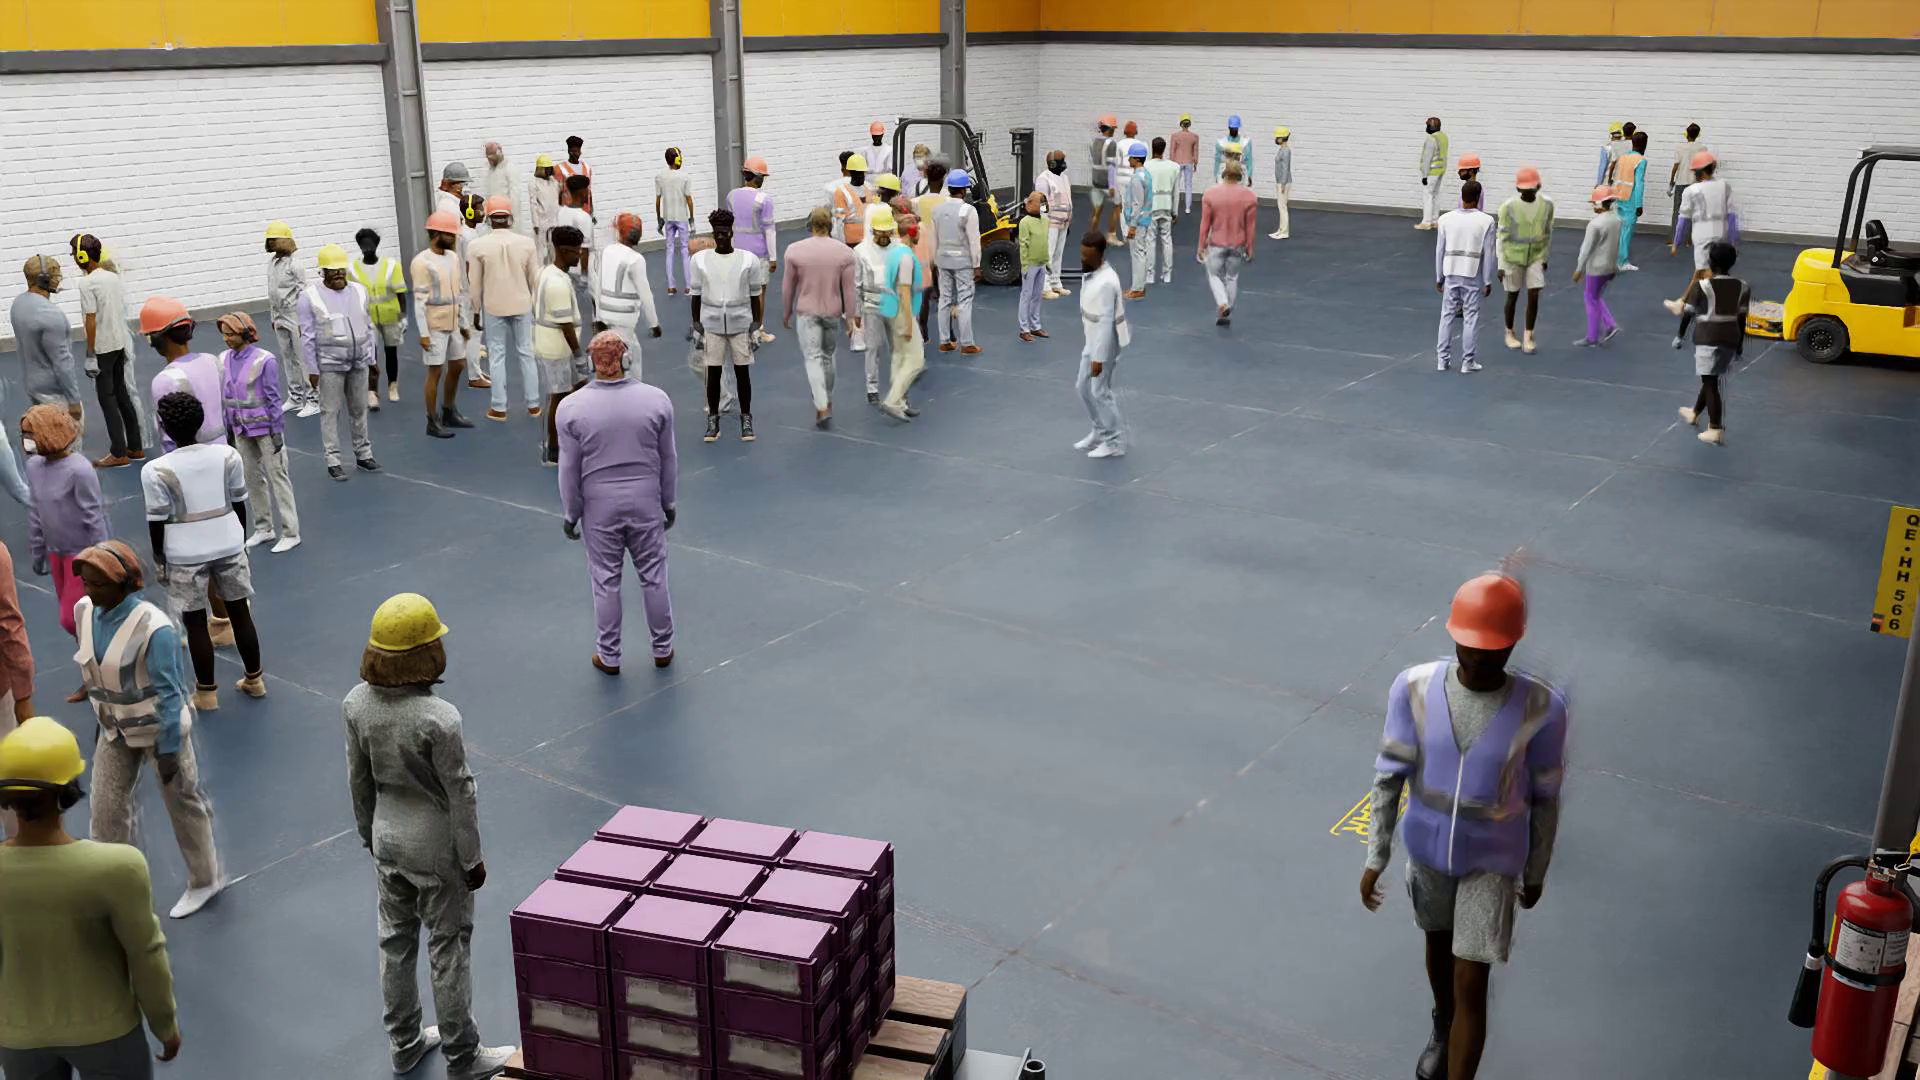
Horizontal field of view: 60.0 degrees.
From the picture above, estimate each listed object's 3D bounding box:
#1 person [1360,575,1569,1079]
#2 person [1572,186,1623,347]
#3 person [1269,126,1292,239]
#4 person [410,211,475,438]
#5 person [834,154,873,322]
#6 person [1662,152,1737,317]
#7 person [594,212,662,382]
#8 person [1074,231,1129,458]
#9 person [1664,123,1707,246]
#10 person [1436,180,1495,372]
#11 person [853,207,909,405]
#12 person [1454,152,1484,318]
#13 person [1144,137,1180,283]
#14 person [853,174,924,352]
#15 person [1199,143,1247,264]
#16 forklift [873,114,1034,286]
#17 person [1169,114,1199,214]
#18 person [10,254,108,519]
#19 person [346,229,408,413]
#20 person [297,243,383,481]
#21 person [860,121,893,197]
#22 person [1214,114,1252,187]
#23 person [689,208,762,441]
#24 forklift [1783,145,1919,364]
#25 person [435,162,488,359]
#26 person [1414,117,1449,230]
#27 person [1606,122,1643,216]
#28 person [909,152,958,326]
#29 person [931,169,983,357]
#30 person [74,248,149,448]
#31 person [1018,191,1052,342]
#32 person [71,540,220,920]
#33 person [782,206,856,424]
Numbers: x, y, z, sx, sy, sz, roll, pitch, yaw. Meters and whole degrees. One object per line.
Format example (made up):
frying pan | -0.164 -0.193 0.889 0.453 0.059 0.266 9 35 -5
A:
person | 1.561 1.028 5.272 0.555 1.895 0.976 11 21 30
person | 6.895 -2.948 17.981 0.556 1.729 0.411 -16 24 -41
person | 5.119 -5.692 26.522 0.344 1.760 0.535 1 18 3
person | -4.408 -1.837 14.201 0.404 1.919 0.562 6 19 19
person | -1.209 -3.545 19.527 0.365 1.928 0.586 14 23 37
person | 8.649 -3.510 19.365 0.615 1.956 1.101 -4 18 -13
person | -2.880 -1.948 14.634 0.759 1.854 0.598 -15 23 -39
person | 1.138 -1.565 13.421 0.469 1.873 0.640 -3 18 -11
person | 11.192 -5.475 25.657 0.535 1.869 0.314 2 18 5
person | 5.061 -2.644 16.731 0.592 1.916 0.392 12 21 33
person | -0.706 -2.153 15.354 0.601 1.819 0.403 -6 19 -19
person | 5.988 -3.608 19.728 0.388 1.930 0.545 5 19 16
person | 2.629 -4.398 22.227 0.628 1.913 0.406 -5 18 -15
person | -0.786 -2.953 17.785 0.915 1.866 0.643 -15 23 -38
person | 3.820 -4.847 23.972 0.794 1.701 0.542 -1 18 -2
forklift | -0.171 -4.594 22.377 2.313 2.155 1.214 1 18 3
person | 3.997 -6.726 29.762 0.531 1.755 0.339 -2 18 -7
person | -6.386 -1.047 11.723 0.635 1.927 0.372 14 23 38
person | -5.309 -2.013 15.174 0.544 1.643 0.854 -6 19 -18
person | -4.793 -1.386 12.928 0.403 1.831 0.596 15 23 39
person | -1.247 -5.360 25.213 0.541 1.930 0.382 3 18 10
person | 4.430 -5.949 27.060 0.613 1.926 0.796 1 18 3
person | -1.966 -1.804 14.020 0.607 1.966 0.367 -1 18 -4
forklift | 9.803 -2.879 17.013 2.313 2.155 1.214 12 21 33
person | -5.185 -2.934 17.433 0.537 2.000 0.689 -5 18 -14
person | 7.847 -6.089 27.645 0.430 1.833 0.636 15 23 39
person | 10.366 -5.579 25.995 0.517 1.864 0.334 2 18 8
person | -0.226 -3.468 19.104 0.992 2.000 0.701 -10 20 -29
person | -0.030 -2.908 17.500 0.604 1.949 0.389 12 22 34
person | -6.990 -1.575 13.674 0.422 1.722 0.518 -8 19 -24
person | 0.836 -3.026 18.377 0.279 1.634 0.499 14 22 37
person | -3.255 0.797 6.438 0.534 1.610 0.692 8 19 23
person | -1.235 -1.983 14.708 0.637 1.913 0.886 -5 18 -15
